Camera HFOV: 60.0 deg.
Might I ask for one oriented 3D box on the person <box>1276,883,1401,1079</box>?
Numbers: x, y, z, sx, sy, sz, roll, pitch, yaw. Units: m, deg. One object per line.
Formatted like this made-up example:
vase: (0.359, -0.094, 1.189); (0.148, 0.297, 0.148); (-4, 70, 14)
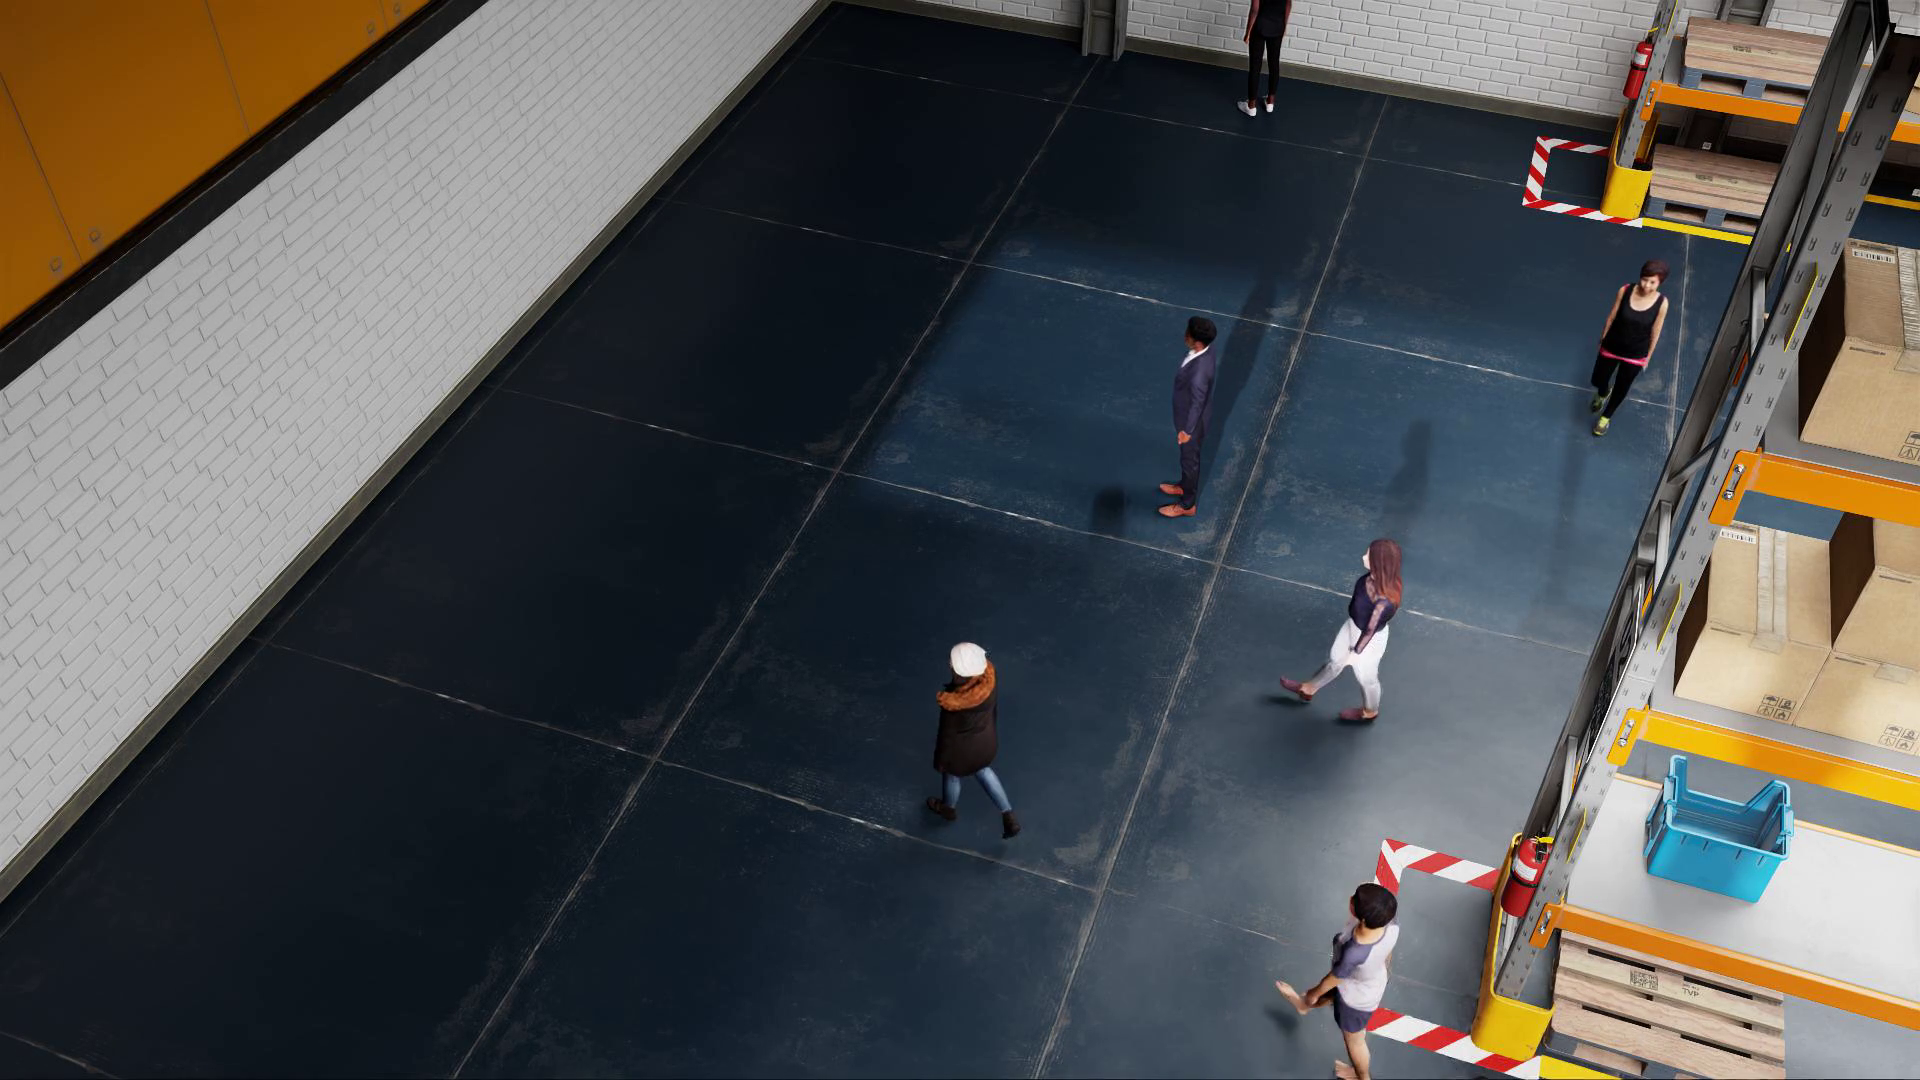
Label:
person: (2.125, 2.350, 8.634); (1.029, 1.533, 0.812); (34, 53, 30)

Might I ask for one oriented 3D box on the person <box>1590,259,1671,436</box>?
person: (5.105, -1.514, 12.681); (0.613, 1.545, 0.670); (23, 48, 22)

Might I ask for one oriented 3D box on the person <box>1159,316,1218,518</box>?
person: (1.668, -0.883, 11.890); (0.605, 1.723, 0.674); (5, 44, 6)

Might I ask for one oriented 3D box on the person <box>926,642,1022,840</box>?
person: (0.088, 1.207, 9.771); (1.025, 1.620, 0.860); (33, 53, 30)

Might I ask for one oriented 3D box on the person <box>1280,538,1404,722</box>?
person: (2.596, 0.607, 10.428); (0.918, 1.582, 0.689); (9, 44, 9)

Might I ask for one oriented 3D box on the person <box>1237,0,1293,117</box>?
person: (2.991, -4.973, 16.171); (0.700, 1.739, 0.774); (-14, 45, -14)
